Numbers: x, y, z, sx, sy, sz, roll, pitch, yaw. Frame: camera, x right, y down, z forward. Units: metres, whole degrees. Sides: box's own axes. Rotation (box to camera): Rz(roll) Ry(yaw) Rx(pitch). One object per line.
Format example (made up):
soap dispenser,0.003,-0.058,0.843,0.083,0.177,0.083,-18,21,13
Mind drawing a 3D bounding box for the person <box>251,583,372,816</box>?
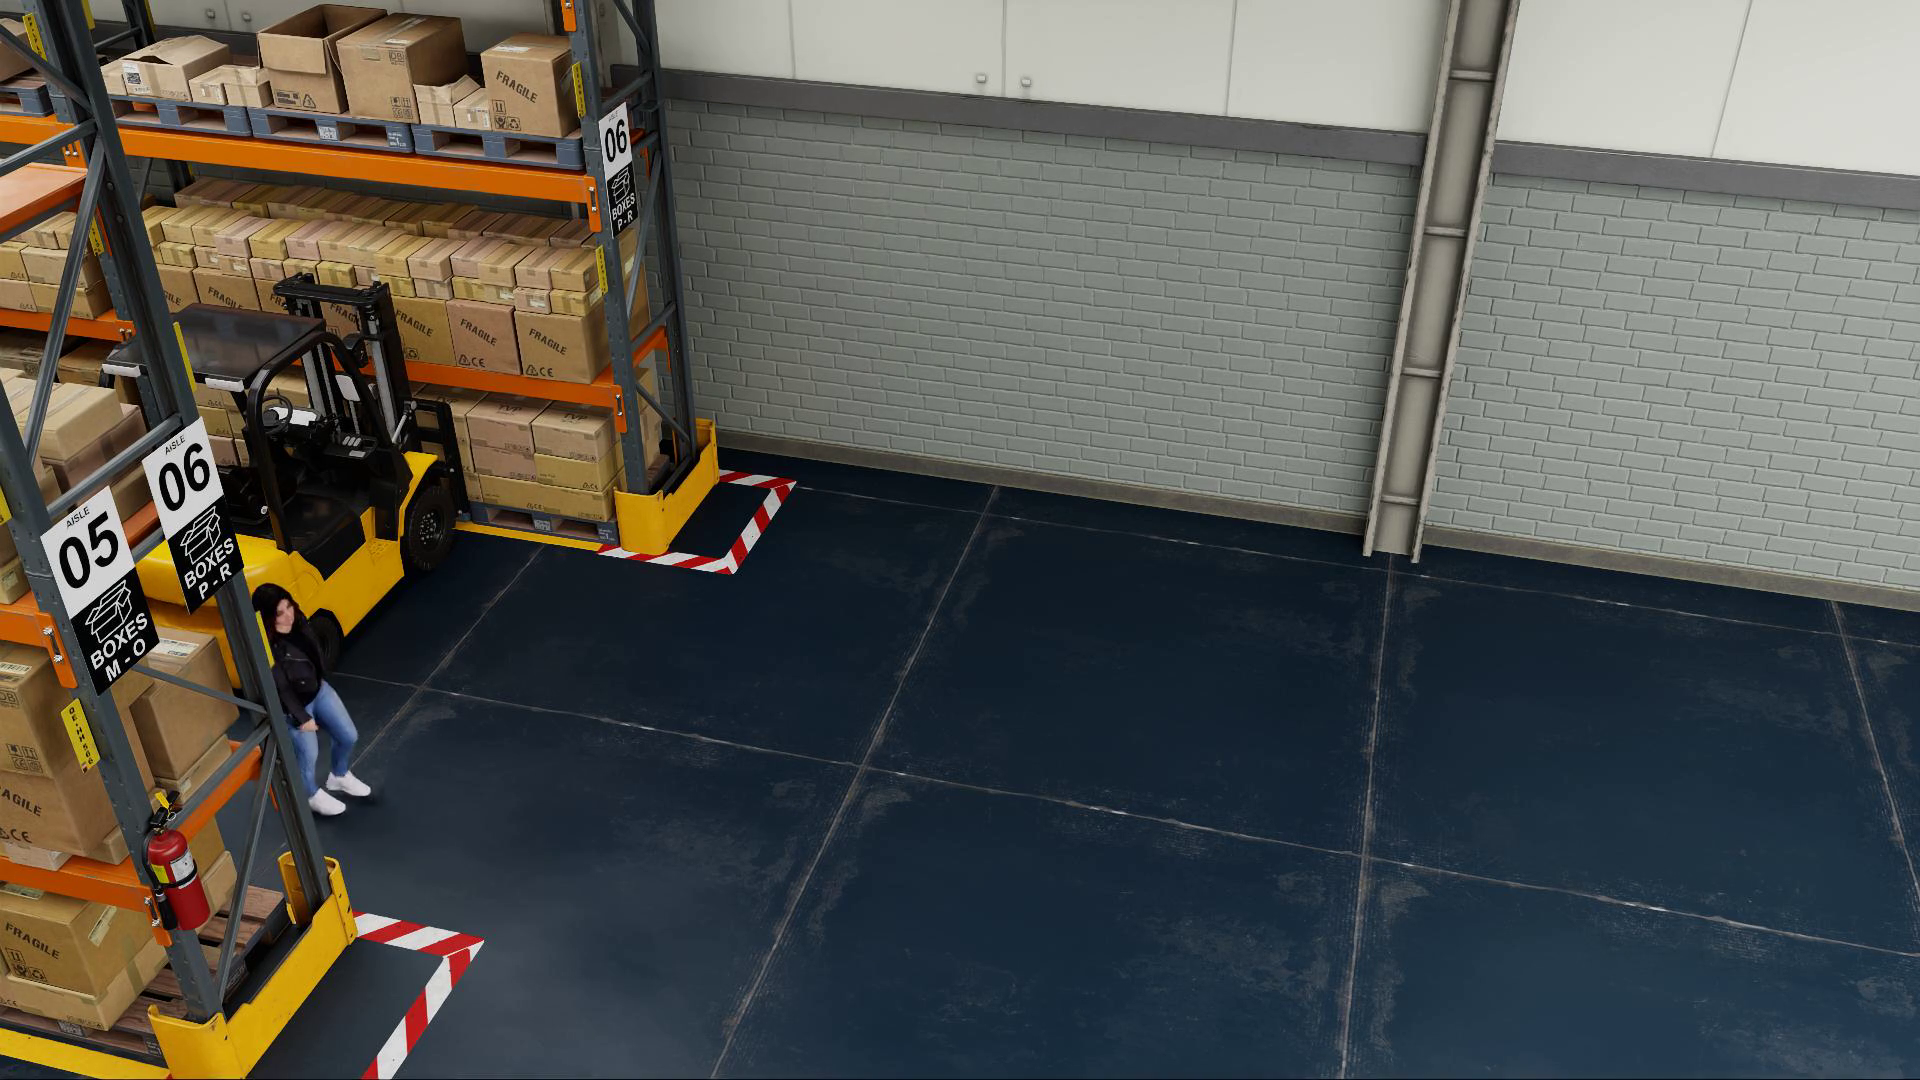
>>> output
person,-3.776,0.914,9.344,0.611,1.624,0.640,5,33,8
